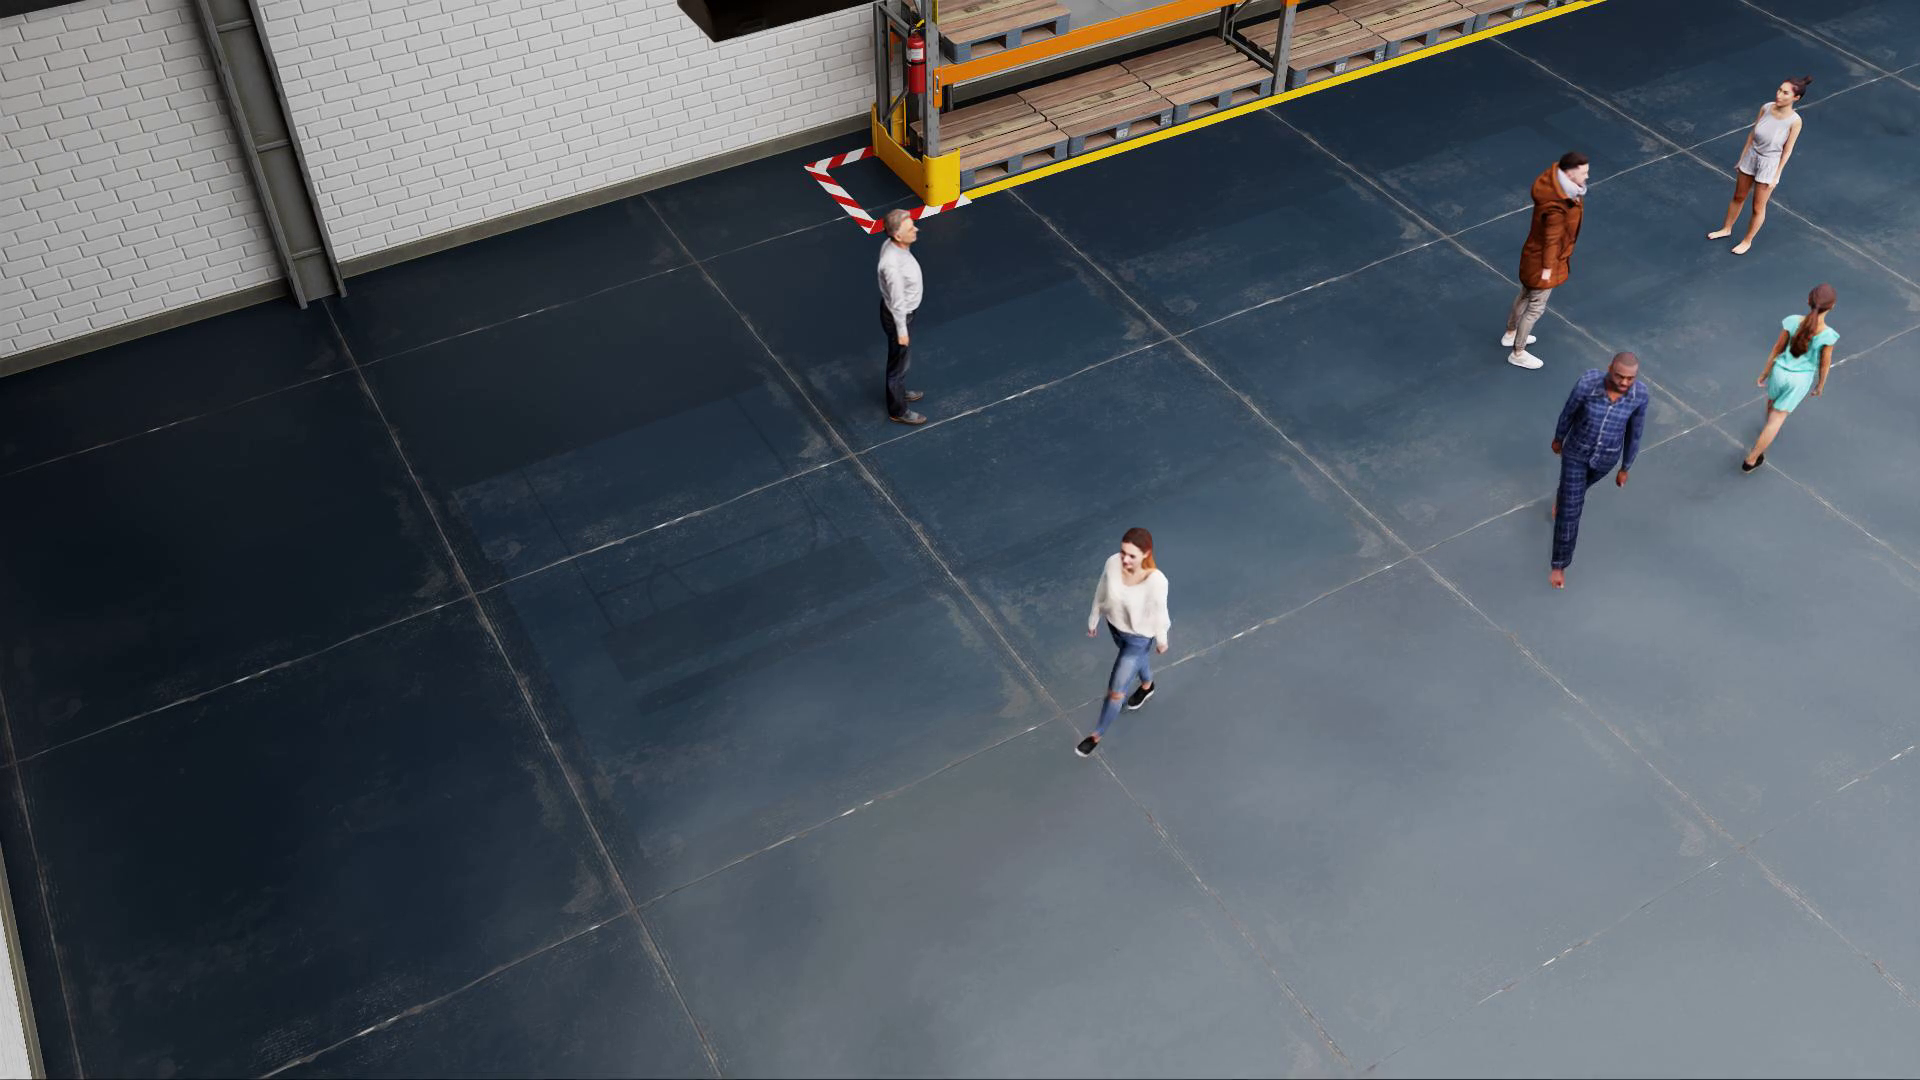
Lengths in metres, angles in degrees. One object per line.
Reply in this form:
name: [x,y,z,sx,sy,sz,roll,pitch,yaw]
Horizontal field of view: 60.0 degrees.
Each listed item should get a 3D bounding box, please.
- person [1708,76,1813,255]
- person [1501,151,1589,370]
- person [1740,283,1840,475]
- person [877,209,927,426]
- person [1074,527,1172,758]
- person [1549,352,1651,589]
person: [6.909,-3.237,14.302,0.533,1.606,0.553,-21,48,-21]
person: [4.578,-2.214,13.059,0.892,1.839,0.850,4,44,4]
person: [6.036,-1.141,12.167,0.781,1.516,1.087,34,53,30]
person: [-0.457,-1.706,12.540,0.735,1.820,0.736,-1,44,-1]
person: [1.104,0.531,10.316,0.860,1.648,1.163,34,53,30]
person: [4.343,-0.642,11.467,1.260,1.759,1.274,9,44,10]
